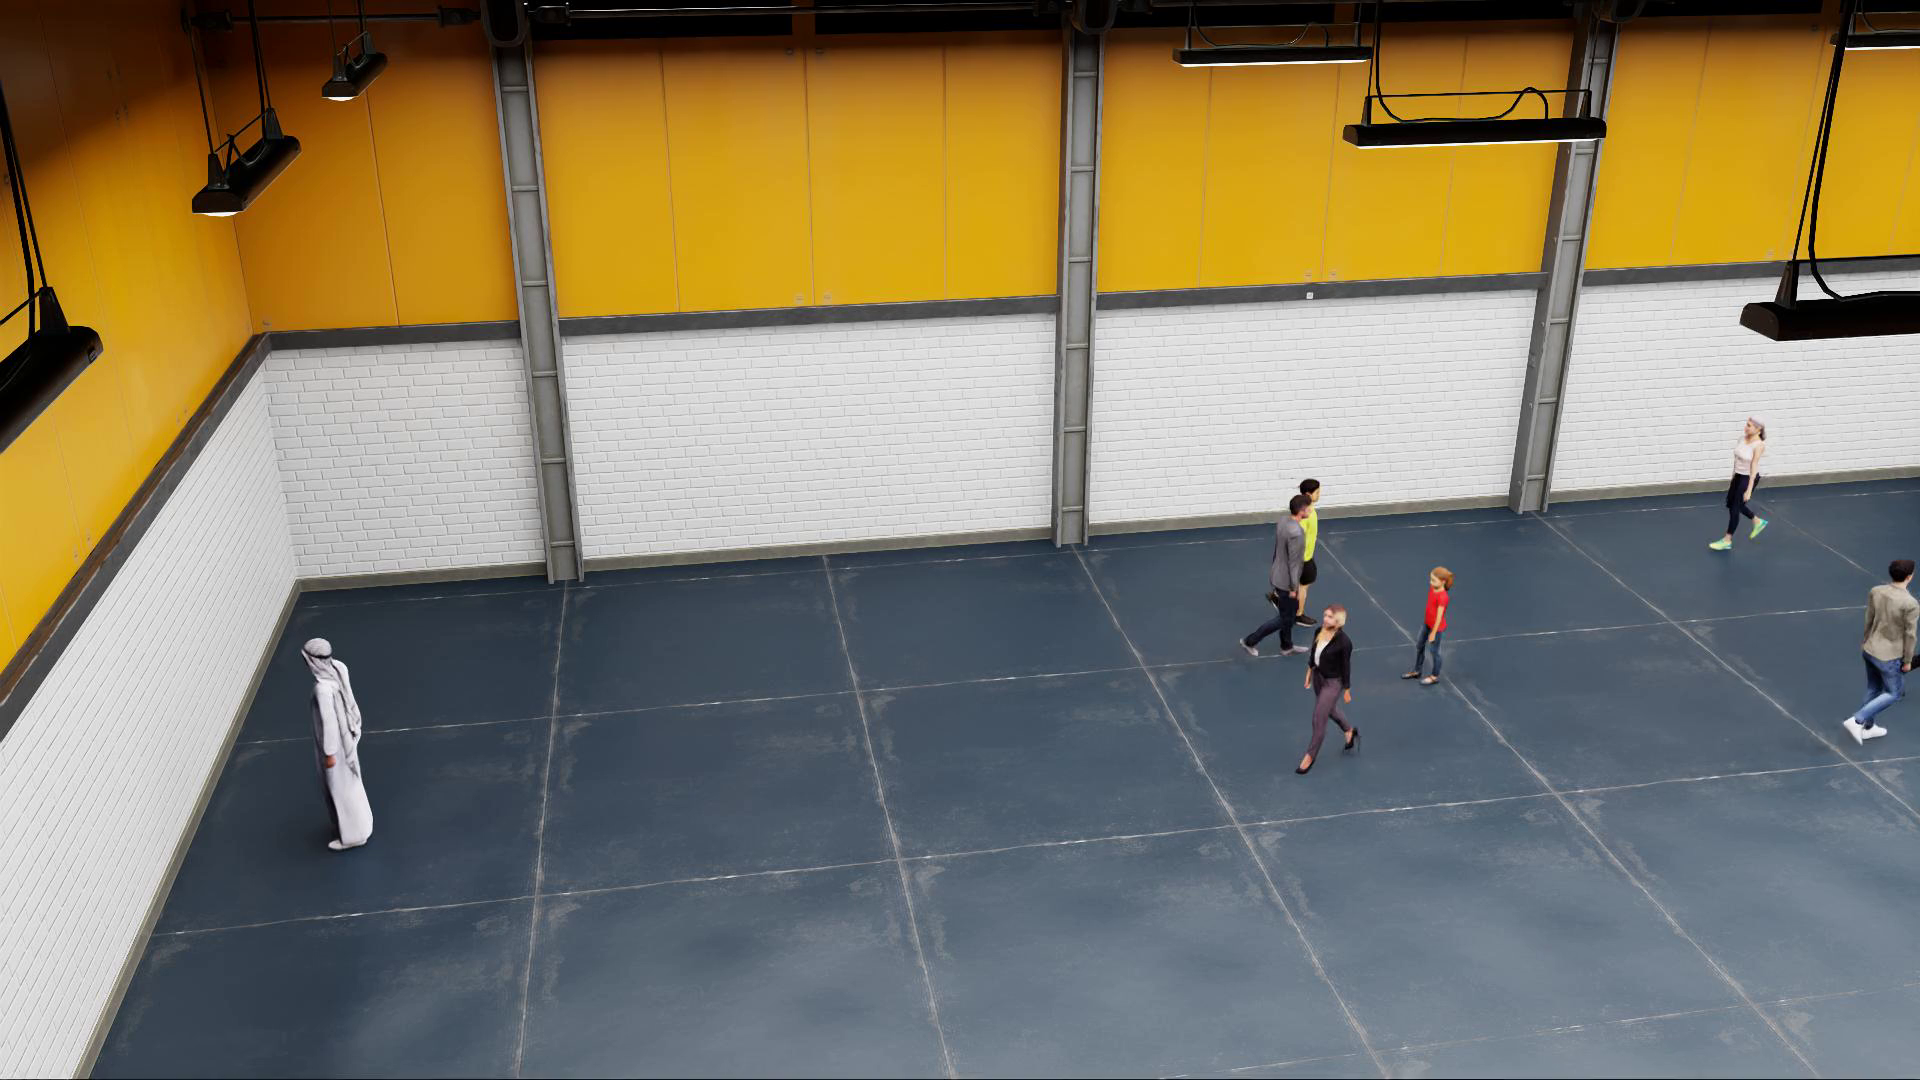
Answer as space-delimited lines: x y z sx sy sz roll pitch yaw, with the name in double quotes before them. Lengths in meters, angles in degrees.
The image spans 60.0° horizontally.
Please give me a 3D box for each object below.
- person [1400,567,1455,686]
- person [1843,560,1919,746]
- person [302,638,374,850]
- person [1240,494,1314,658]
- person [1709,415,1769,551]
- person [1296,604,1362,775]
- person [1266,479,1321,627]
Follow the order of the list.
"person" 4.824 0.857 16.714 0.597 1.306 0.511 -3 24 -7
"person" 8.572 1.067 15.550 0.880 1.855 0.757 -6 24 -13
"person" -5.262 1.695 14.025 0.597 1.925 0.668 -4 24 -9
"person" 3.274 0.416 17.054 1.038 1.843 0.751 -5 24 -10
"person" 9.383 -0.674 19.740 0.942 1.688 0.647 -2 24 -5
"person" 3.441 1.332 15.219 1.109 1.634 0.825 -12 26 -26
"person" 3.610 0.123 17.913 0.912 1.692 0.799 5 24 11
